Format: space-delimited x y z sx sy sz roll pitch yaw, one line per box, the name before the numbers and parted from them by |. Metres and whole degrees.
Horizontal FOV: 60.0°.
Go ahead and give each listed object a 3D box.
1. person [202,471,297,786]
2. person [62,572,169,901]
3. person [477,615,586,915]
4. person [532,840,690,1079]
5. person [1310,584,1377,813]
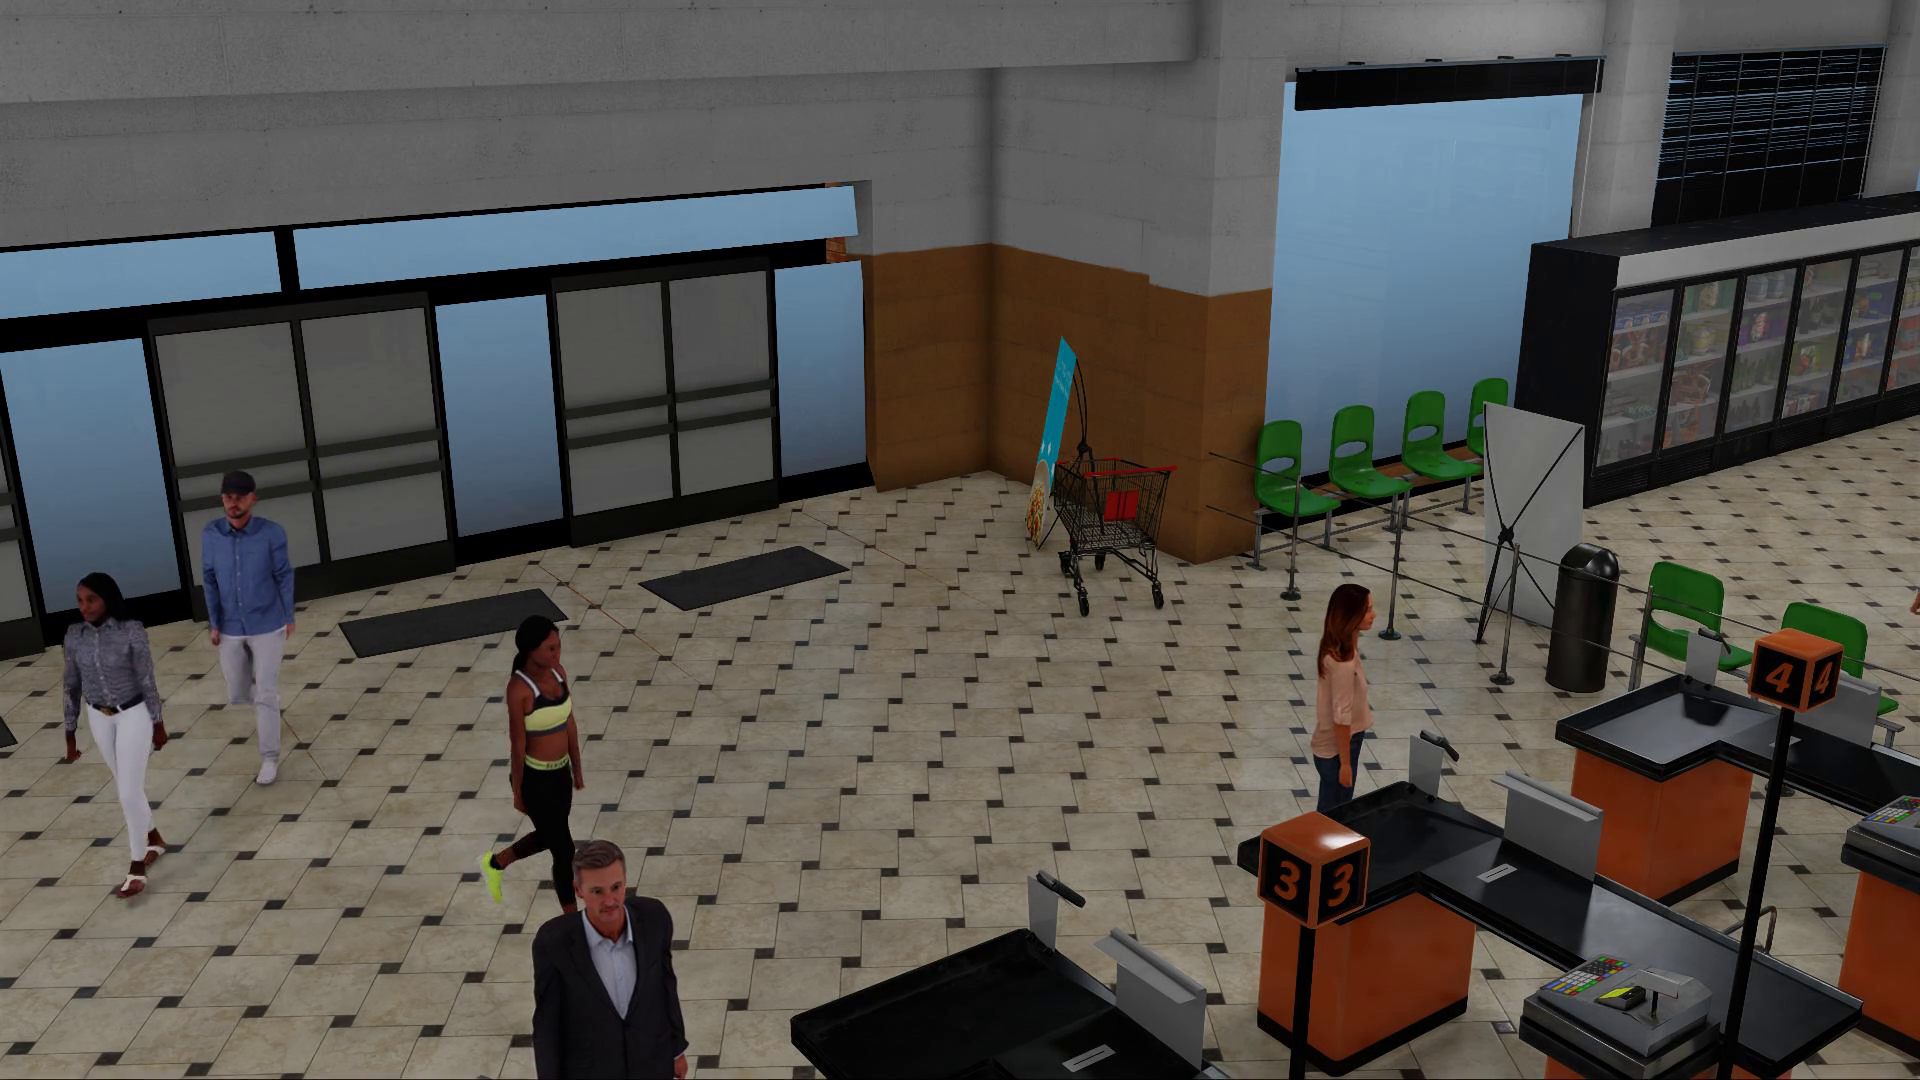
person | -4.250 0.481 9.994 0.956 1.867 1.118 -2 19 -5
person | -4.402 0.962 8.821 0.904 1.705 0.986 1 19 4
person | -2.117 1.179 8.146 1.117 1.725 0.900 9 21 24
person | -1.221 1.877 5.897 0.722 1.839 0.568 -12 22 -31
person | 1.896 1.061 8.388 0.719 1.792 0.663 4 19 11
